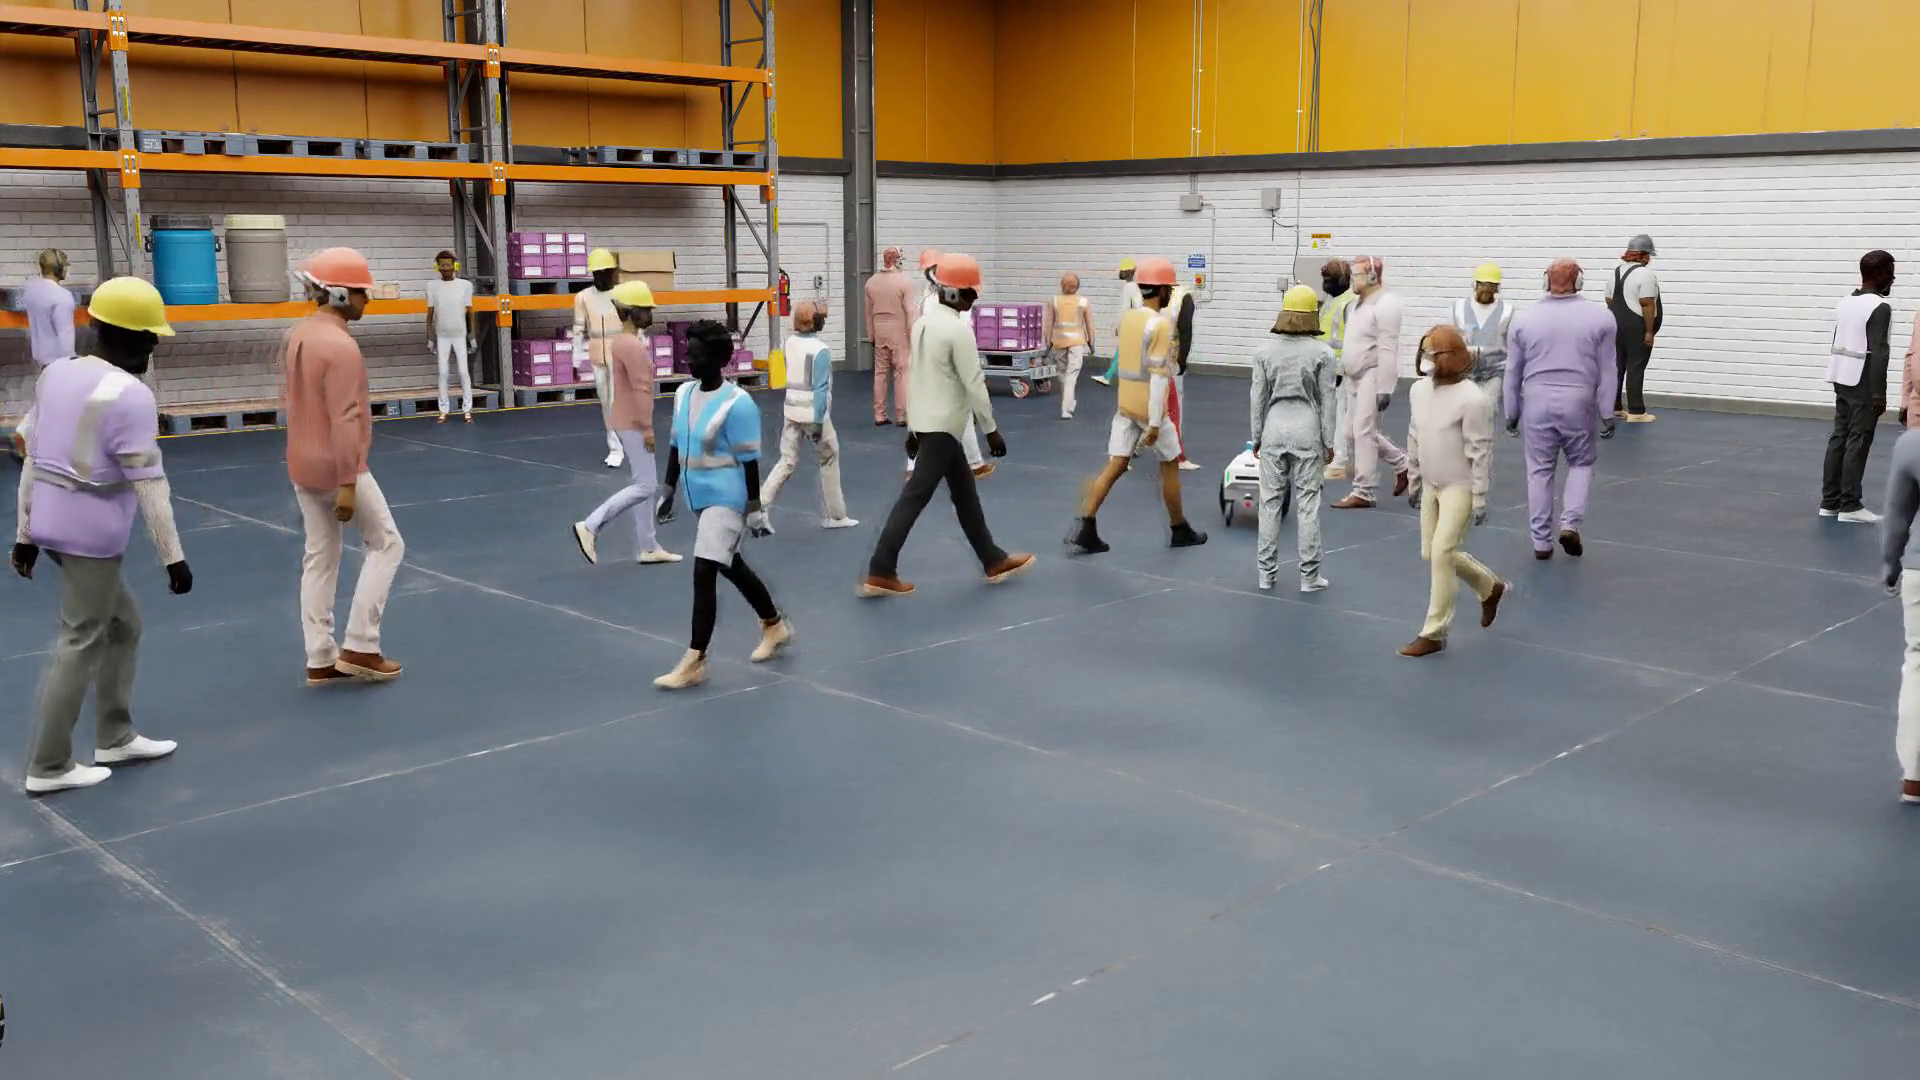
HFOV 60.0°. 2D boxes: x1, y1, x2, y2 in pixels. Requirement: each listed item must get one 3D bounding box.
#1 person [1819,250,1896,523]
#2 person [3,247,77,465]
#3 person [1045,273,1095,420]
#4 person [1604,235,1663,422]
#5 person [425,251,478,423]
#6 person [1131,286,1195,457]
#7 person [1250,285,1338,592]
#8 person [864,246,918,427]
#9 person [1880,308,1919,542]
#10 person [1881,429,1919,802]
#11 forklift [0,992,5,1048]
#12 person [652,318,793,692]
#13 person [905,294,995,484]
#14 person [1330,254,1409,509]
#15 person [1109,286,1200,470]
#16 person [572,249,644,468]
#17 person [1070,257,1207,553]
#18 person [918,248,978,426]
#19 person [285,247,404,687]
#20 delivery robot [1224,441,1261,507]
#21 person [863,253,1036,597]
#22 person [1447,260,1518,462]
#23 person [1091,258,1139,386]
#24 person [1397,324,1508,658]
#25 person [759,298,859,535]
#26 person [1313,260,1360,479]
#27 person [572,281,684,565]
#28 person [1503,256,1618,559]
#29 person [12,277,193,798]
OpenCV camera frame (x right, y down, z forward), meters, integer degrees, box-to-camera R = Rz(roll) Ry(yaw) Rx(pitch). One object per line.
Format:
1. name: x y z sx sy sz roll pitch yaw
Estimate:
1. person: 6.378 -1.087 11.806 0.375 1.917 0.597 0 10 1
2. person: -7.882 -1.560 14.388 0.643 1.923 0.705 7 12 33
3. person: 1.244 -2.160 18.519 0.541 1.589 0.840 4 11 19
4. person: 7.385 -2.315 18.165 0.536 2.000 0.675 -3 11 -15
5. person: -5.493 -2.186 17.974 0.541 1.861 0.328 -2 11 -11
6. person: 1.803 -1.647 15.178 0.640 1.797 0.899 5 11 24
7. person: 1.908 -0.579 9.511 0.492 1.742 0.323 5 11 24
8. person: -0.692 -2.148 17.624 0.649 1.907 0.409 7 13 35
9. person: 6.309 -0.876 10.687 0.402 1.906 0.652 -3 11 -18
10. person: 3.625 0.123 6.013 0.670 1.607 0.527 -10 14 -43
11. forklift: -3.245 0.323 3.363 2.313 2.155 1.214 2 11 13
12. person: -1.076 -0.190 7.621 0.850 1.660 0.535 -9 14 -40
13. person: -0.114 -1.365 13.567 0.592 1.839 0.982 8 13 39
14. person: 3.117 -1.171 12.353 0.650 1.888 0.658 -1 10 -7
15. person: 1.663 -1.441 14.255 0.811 1.734 0.539 -5 12 -28
16. person: -3.105 -1.580 14.543 0.611 1.893 0.795 2 11 10
17. person: 1.147 -0.848 10.612 1.005 1.897 0.564 -6 12 -31
18. person: -0.129 -2.010 16.905 0.573 1.898 0.844 6 12 30
19. person: -2.772 -0.317 7.480 0.608 1.965 0.537 9 14 41
20. delivery robot: 2.088 -0.459 11.848 0.477 0.478 0.707 3 11 15
21. person: -0.084 -0.638 9.382 1.105 1.926 0.607 -4 11 -21
22. person: 4.292 -1.393 13.740 0.605 1.818 0.516 4 11 19
23. person: 2.190 -2.845 21.936 0.938 1.712 0.541 3 11 15
24. person: 2.423 -0.249 8.064 0.665 1.604 0.510 -5 11 -24
25. person: -1.078 -0.837 11.295 0.821 1.608 0.508 -10 14 -42
26. person: 3.155 -1.399 13.829 0.513 1.812 0.671 -2 11 -10
27. person: -2.018 -0.687 10.060 0.613 1.748 0.538 -4 11 -18
28. person: 3.745 -0.818 10.399 0.683 1.890 0.435 5 11 24
29. person: -3.141 -0.012 6.071 0.617 1.865 0.704 8 13 35
